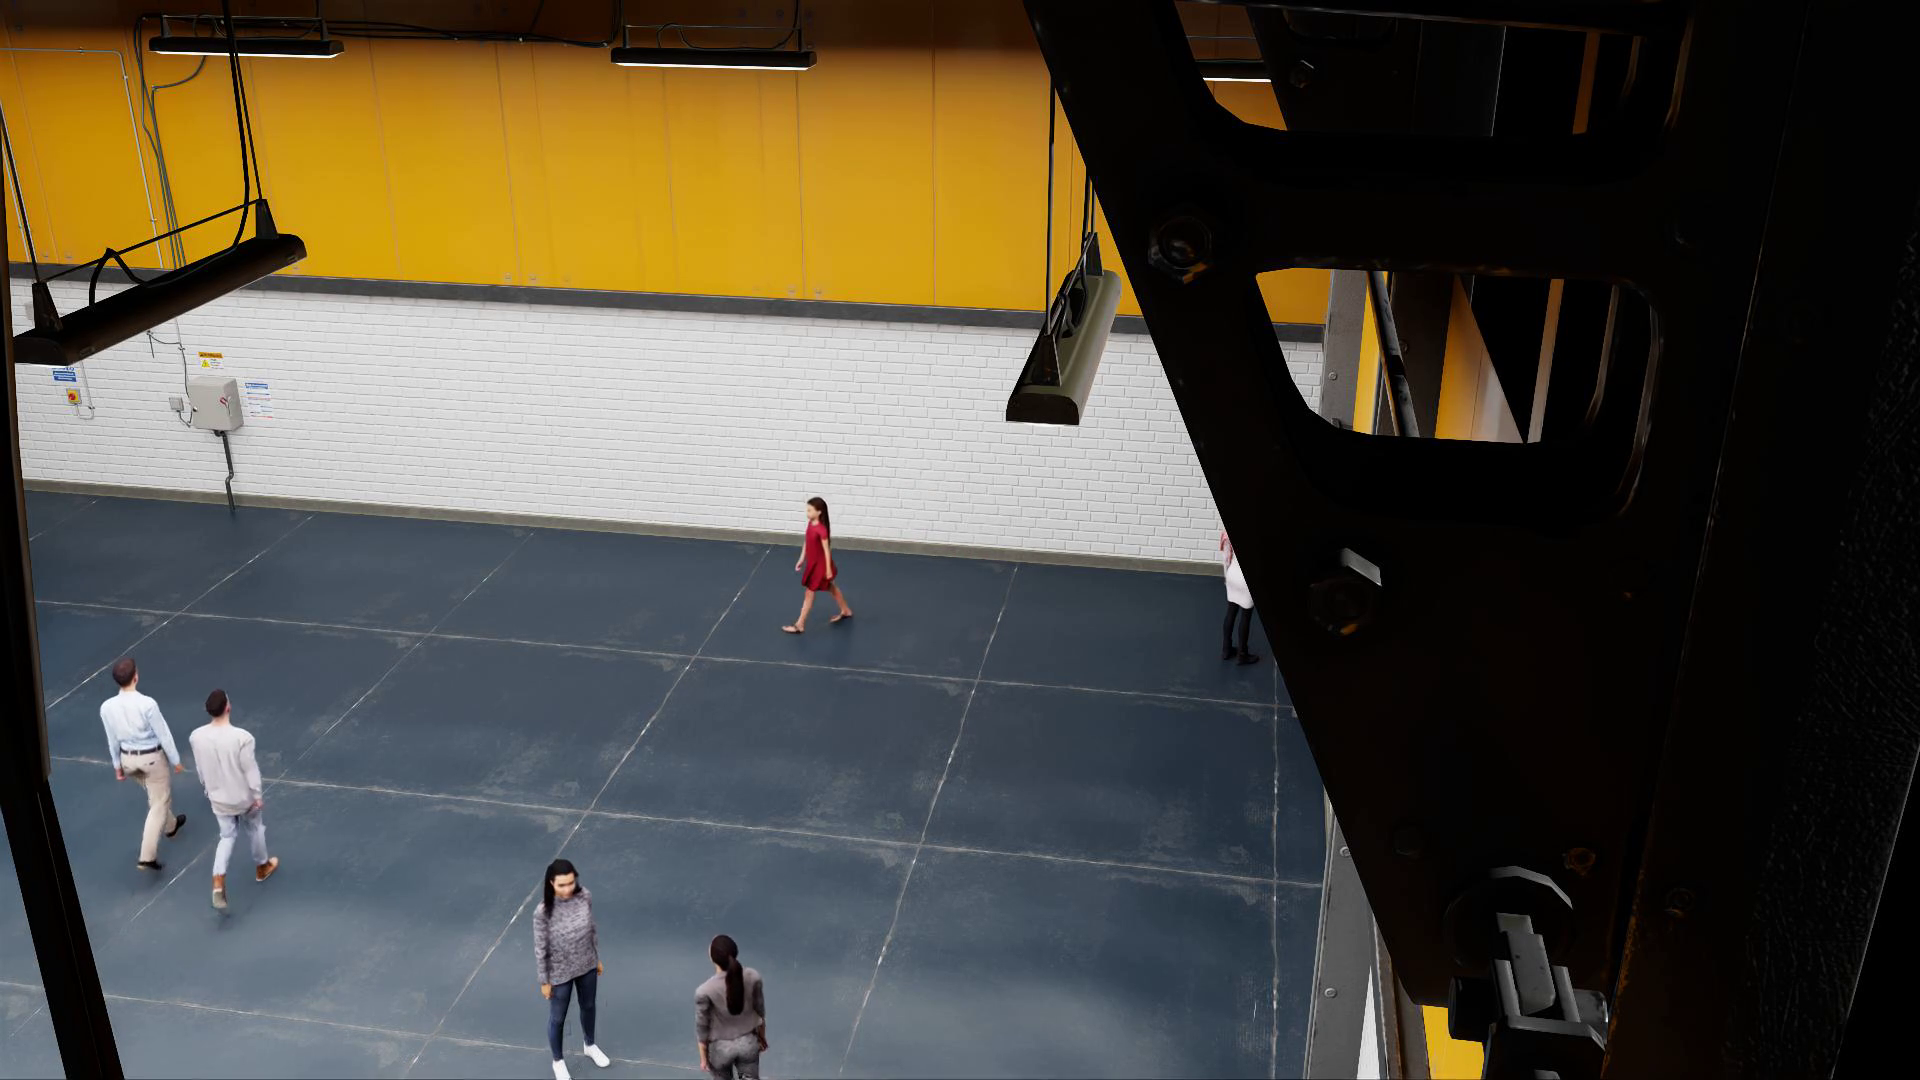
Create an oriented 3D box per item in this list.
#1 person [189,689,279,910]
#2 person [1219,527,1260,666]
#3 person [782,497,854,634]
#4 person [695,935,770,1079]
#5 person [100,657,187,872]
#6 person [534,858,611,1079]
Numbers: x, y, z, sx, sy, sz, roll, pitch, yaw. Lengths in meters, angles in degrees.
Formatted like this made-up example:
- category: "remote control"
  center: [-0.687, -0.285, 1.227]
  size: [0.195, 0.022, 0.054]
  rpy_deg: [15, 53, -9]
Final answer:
- category: "person"
  center: [-5.826, 2.065, 13.233]
  size: [0.769, 1.815, 1.099]
  rpy_deg: [1, 24, 3]
- category: "person"
  center: [2.884, 0.418, 17.013]
  size: [0.792, 1.804, 0.741]
  rpy_deg: [-18, 29, -35]
- category: "person"
  center: [-1.432, 0.247, 17.772]
  size: [0.992, 1.511, 1.055]
  rpy_deg: [-10, 26, -23]
- category: "person"
  center: [-1.422, 3.288, 10.622]
  size: [0.928, 1.664, 1.017]
  rpy_deg: [-14, 27, -29]
- category: "person"
  center: [-6.725, 1.865, 13.680]
  size: [0.802, 1.823, 1.239]
  rpy_deg: [0, 24, 1]
- category: "person"
  center: [-2.667, 2.914, 11.395]
  size: [0.673, 1.732, 0.753]
  rpy_deg: [-18, 30, -36]
